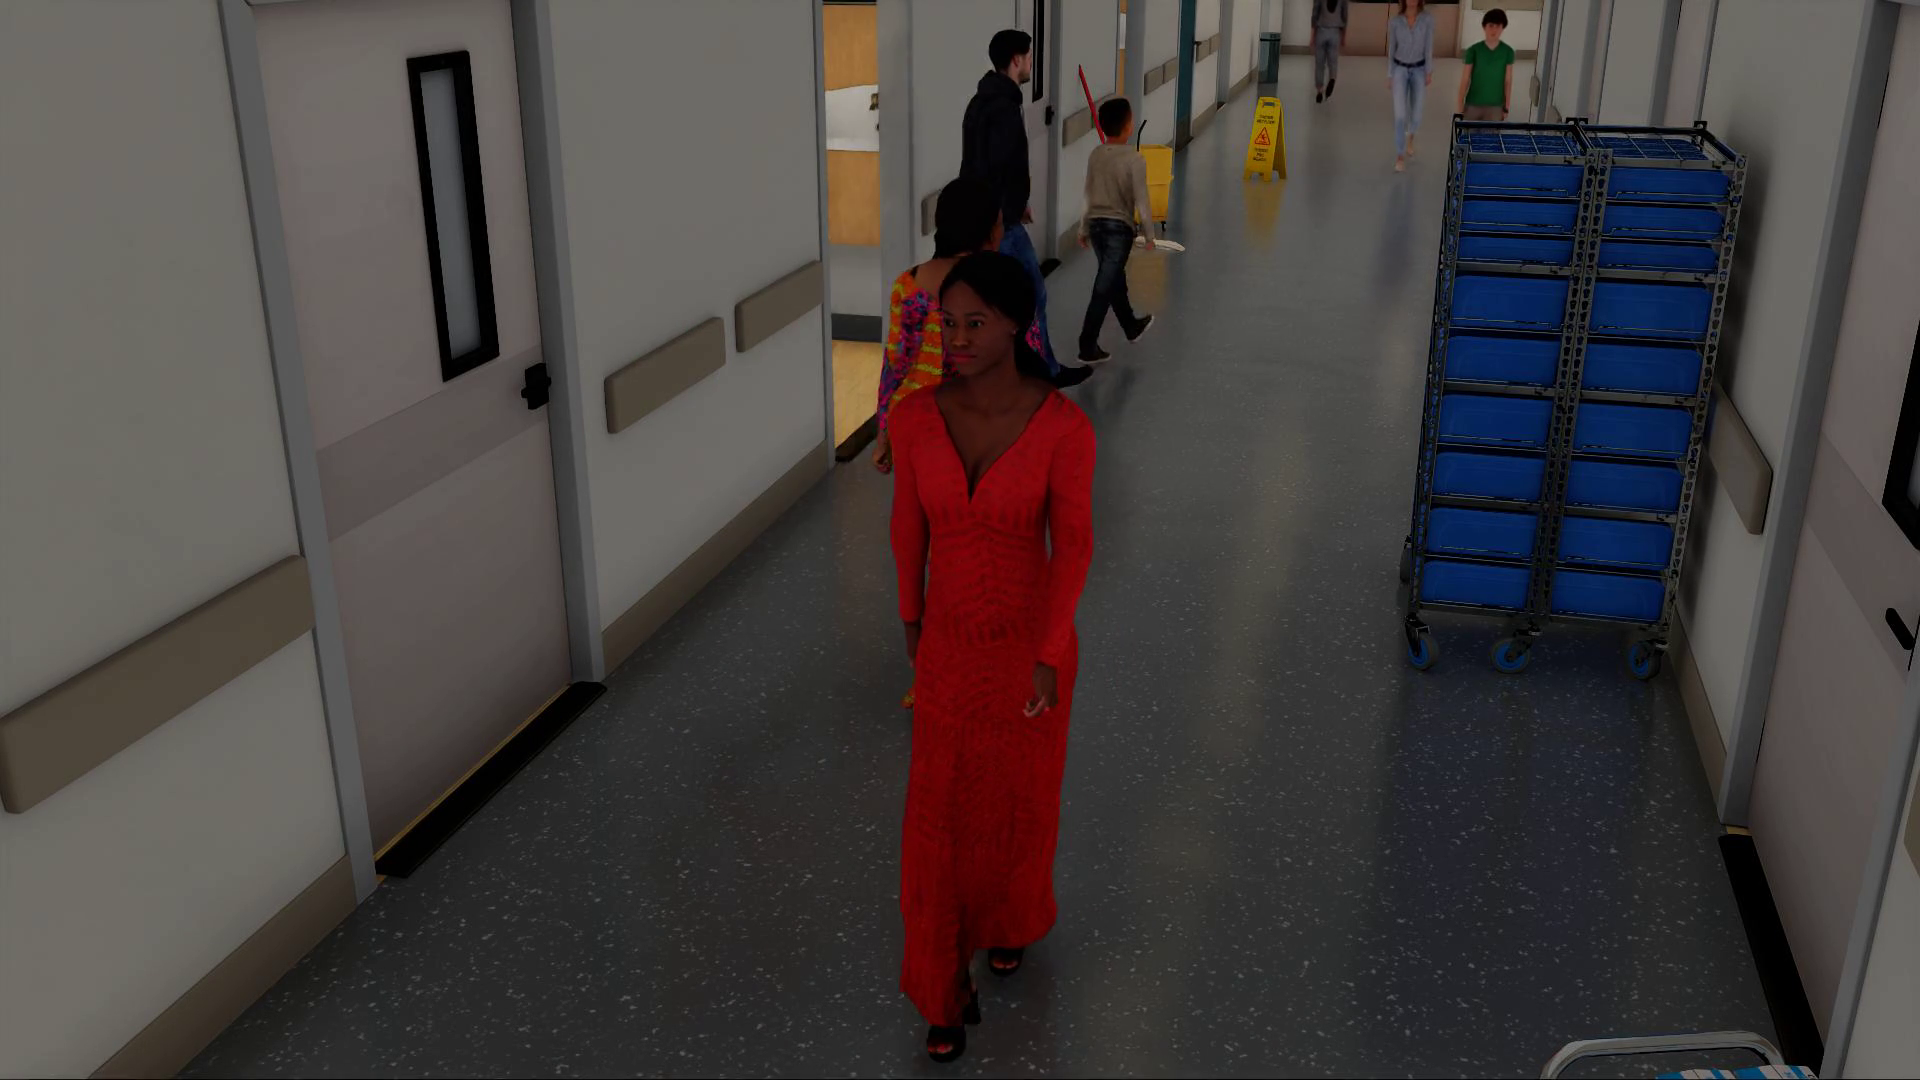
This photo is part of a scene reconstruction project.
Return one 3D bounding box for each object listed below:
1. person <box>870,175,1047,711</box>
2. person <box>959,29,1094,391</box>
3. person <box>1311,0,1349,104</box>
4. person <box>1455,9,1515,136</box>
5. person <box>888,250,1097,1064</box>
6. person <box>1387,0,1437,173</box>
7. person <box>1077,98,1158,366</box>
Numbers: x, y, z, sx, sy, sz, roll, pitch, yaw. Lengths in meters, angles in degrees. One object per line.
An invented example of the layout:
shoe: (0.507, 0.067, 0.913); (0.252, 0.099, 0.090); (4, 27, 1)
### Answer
person: (-0.046, -0.295, 5.260); (0.862, 1.639, 1.206); (11, 23, 26)
person: (0.064, -1.567, 8.368); (1.161, 1.832, 1.188); (-8, 22, -19)
person: (4.796, -6.512, 21.669); (0.691, 1.657, 0.907); (2, 21, 6)
person: (4.470, -3.690, 14.261); (0.586, 1.627, 1.053); (6, 22, 15)
person: (0.107, 0.226, 3.742); (0.647, 1.755, 0.939); (4, 21, 10)
person: (4.390, -4.510, 16.209); (0.654, 1.781, 1.000); (8, 22, 19)
person: (0.793, -1.667, 9.188); (1.051, 1.437, 0.883); (-19, 28, -41)
